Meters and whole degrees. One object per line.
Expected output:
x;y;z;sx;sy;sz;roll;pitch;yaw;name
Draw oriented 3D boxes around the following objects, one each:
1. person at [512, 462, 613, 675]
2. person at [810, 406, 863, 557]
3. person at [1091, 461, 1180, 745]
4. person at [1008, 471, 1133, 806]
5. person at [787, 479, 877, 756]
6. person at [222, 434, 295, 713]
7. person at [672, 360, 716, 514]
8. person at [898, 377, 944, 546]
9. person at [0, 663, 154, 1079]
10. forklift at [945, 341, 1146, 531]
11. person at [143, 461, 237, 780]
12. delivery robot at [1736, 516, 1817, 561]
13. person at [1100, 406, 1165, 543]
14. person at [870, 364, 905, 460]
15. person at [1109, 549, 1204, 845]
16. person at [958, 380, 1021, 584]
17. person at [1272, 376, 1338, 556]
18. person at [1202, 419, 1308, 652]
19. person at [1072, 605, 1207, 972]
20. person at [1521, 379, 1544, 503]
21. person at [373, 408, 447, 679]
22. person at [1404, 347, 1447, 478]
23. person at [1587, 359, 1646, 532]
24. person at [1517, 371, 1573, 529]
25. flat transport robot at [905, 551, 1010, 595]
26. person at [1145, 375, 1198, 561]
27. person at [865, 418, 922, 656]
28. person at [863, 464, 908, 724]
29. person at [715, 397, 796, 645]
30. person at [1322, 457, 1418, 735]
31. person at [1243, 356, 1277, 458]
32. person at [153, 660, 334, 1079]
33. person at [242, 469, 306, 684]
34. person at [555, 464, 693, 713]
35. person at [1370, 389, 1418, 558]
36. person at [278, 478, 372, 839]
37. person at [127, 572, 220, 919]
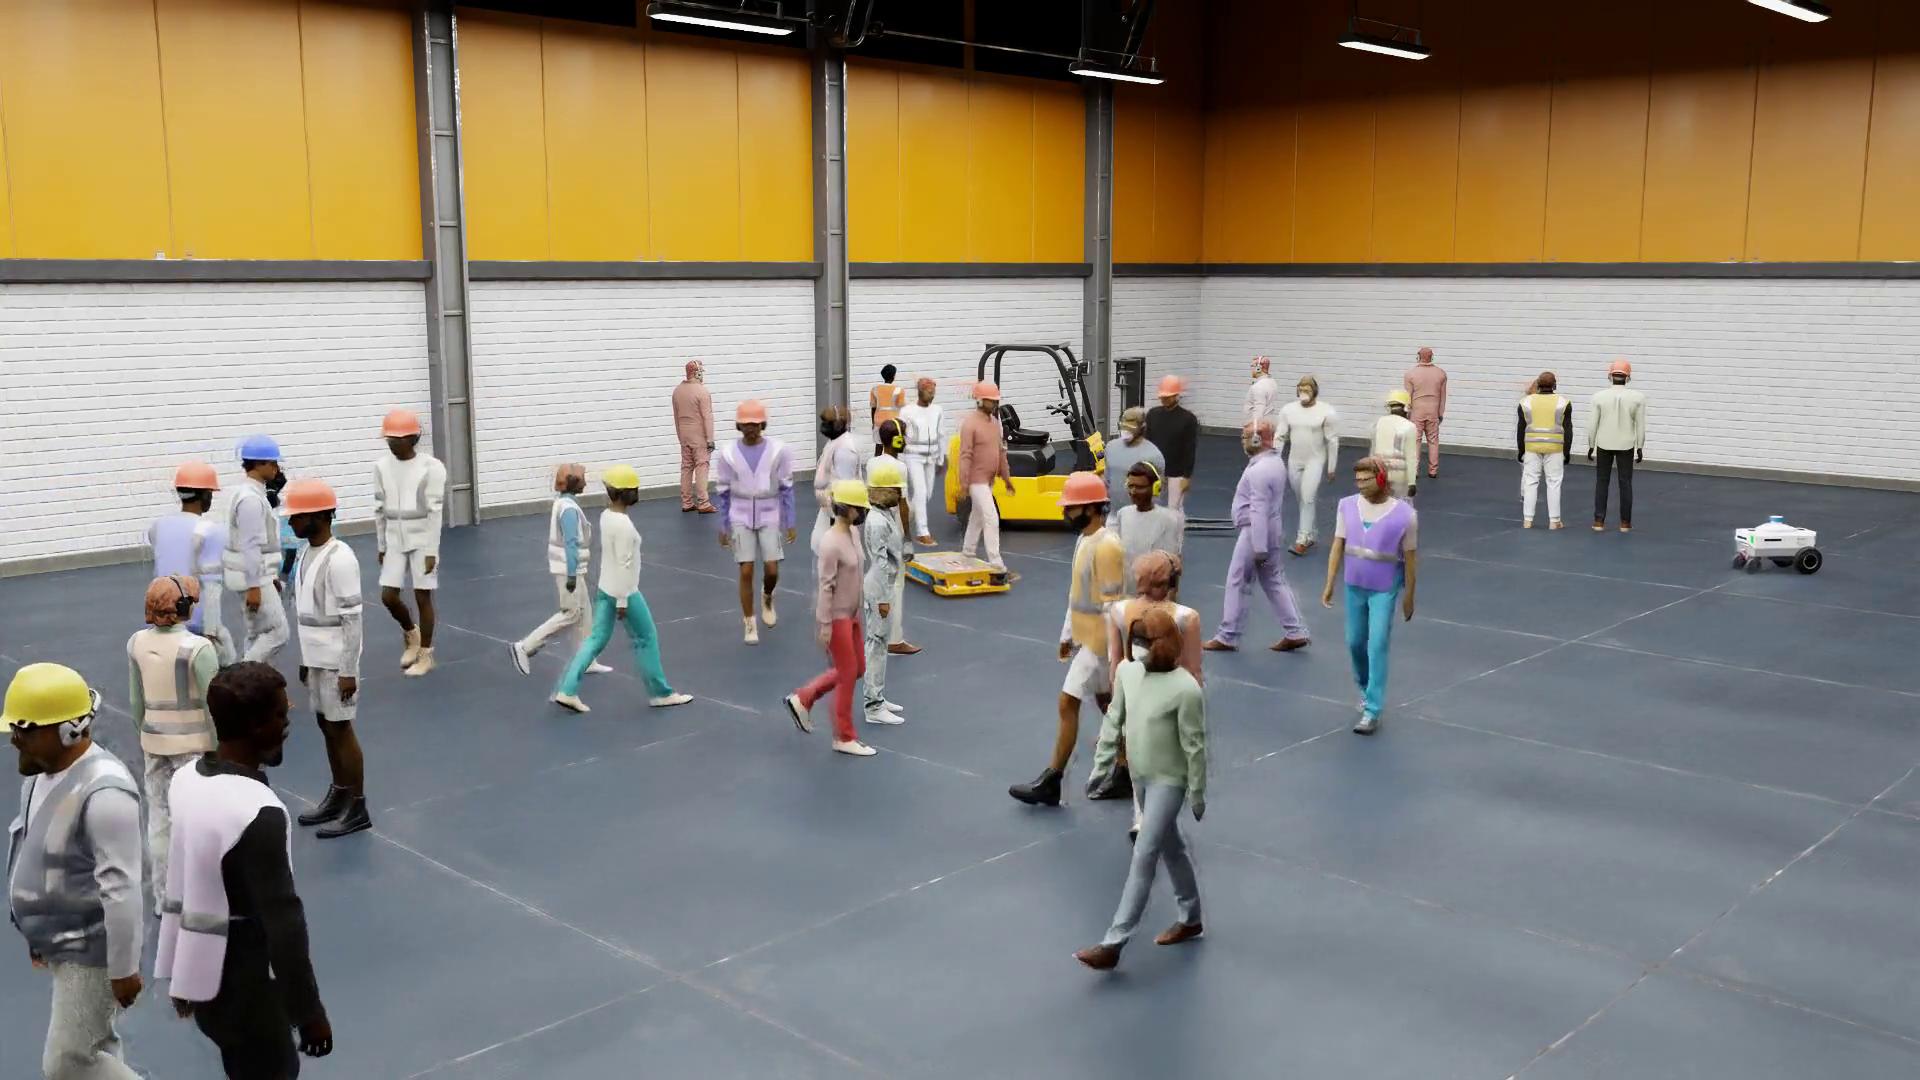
-2.959;0.232;12.309;0.660;1.615;0.514;-3;10;-18;person
-1.106;-0.289;14.855;0.465;1.822;0.649;-2;9;-11;person
1.238;0.377;10.824;0.531;1.827;0.963;7;12;37;person
0.633;0.564;9.381;0.891;1.897;0.577;-1;9;-6;person
-0.800;0.472;10.422;0.563;1.738;0.540;3;10;16;person
-4.717;0.255;11.207;0.465;1.924;0.626;-4;10;-25;person
-3.268;-1.278;20.677;0.653;1.908;0.405;8;12;39;person
-0.468;-0.889;18.475;0.591;1.859;0.823;-7;11;-35;person
-2.819;1.270;5.341;0.414;1.816;0.606;-8;12;-42;person
0.977;-1.223;19.452;2.313;2.155;1.214;2;9;11;forklift
-4.659;0.462;10.124;0.534;1.864;1.079;2;9;12;person
8.173;0.002;16.671;0.707;0.478;0.477;-1;9;-4;delivery robot
1.478;-0.174;13.885;0.694;1.917;0.659;-7;12;-38;person
-1.018;-1.634;23.532;0.537;1.690;0.319;3;10;19;person
0.964;0.861;8.432;0.517;1.623;0.555;5;11;29;person
0.335;-0.557;16.093;0.872;1.963;0.617;5;10;26;person
3.626;-0.779;17.663;0.646;1.891;0.962;7;12;36;person
2.367;-0.023;13.118;0.829;1.878;0.665;4;10;24;person
0.784;1.073;7.245;0.866;1.586;0.502;-6;11;-32;person
7.476;-1.281;21.533;0.389;1.615;0.526;4;10;22;person
-4.072;0.029;12.300;0.604;2.023;0.453;2;9;11;person
6.711;-1.841;24.122;0.641;1.909;0.401;-1;9;-5;person
7.599;-1.094;19.270;0.623;1.992;0.396;3;10;20;person
6.828;-1.044;19.431;0.619;1.847;0.430;5;10;27;person
-0.103;0.302;15.986;0.652;0.197;1.431;-4;10;-22;flat transport robot
2.065;-0.681;16.844;0.630;1.954;0.820;7;11;36;person
-0.544;-0.025;13.115;0.310;1.864;0.533;-7;12;-38;person
-0.501;0.352;11.175;0.315;1.742;0.492;0;9;-2;person
-1.653;-0.162;13.482;0.660;2.018;0.612;-1;9;-7;person
2.746;0.338;11.107;0.570;1.807;0.725;9;13;44;person
3.893;-1.443;21.685;0.410;1.909;0.643;4;10;23;person
-2.133;1.298;4.898;0.460;1.899;0.619;-8;12;-40;person
-4.911;0.275;11.921;0.540;1.644;0.865;4;10;25;person
-2.344;0.333;11.360;0.923;1.722;0.526;-6;11;-31;person
4.446;-0.668;17.271;0.674;1.802;0.618;-6;11;-33;person
-3.410;0.629;8.914;0.372;1.933;0.564;-8;12;-41;person
-3.609;0.968;7.714;0.515;1.641;0.308;3;10;19;person
